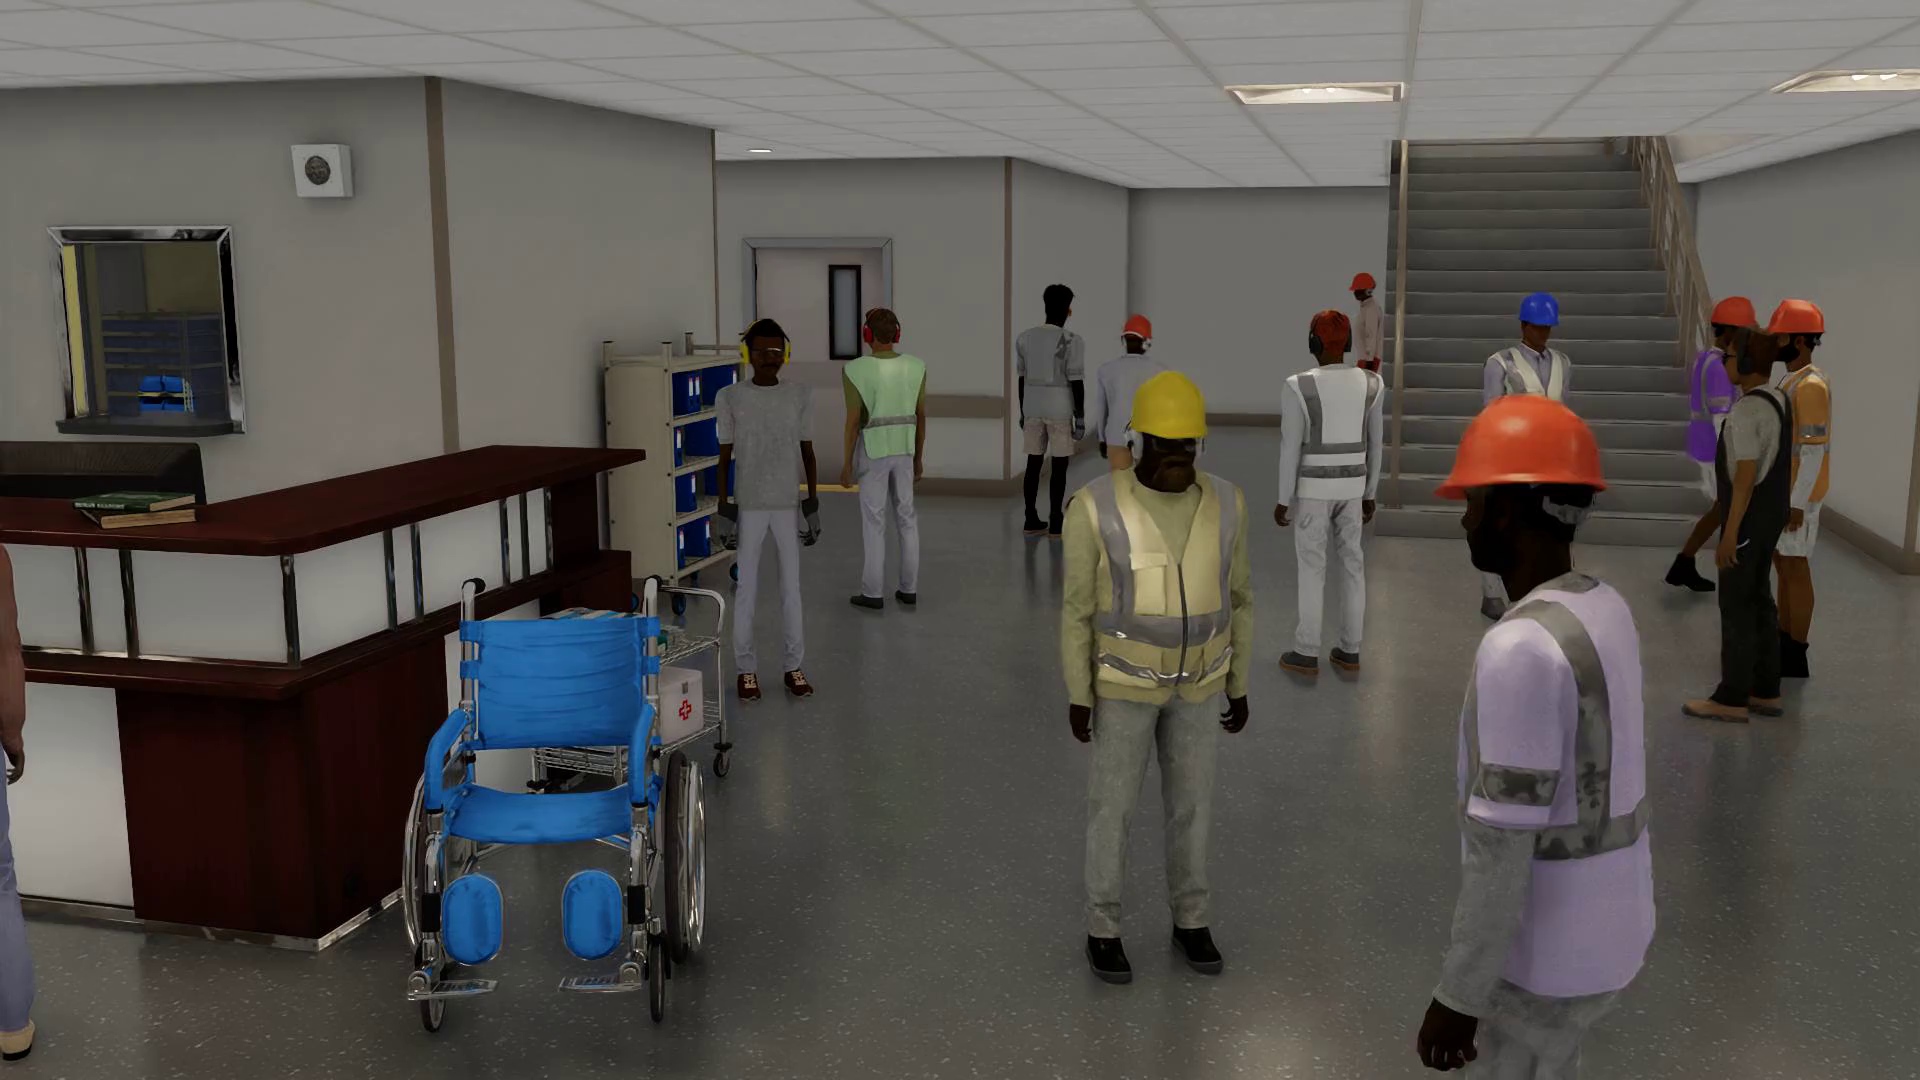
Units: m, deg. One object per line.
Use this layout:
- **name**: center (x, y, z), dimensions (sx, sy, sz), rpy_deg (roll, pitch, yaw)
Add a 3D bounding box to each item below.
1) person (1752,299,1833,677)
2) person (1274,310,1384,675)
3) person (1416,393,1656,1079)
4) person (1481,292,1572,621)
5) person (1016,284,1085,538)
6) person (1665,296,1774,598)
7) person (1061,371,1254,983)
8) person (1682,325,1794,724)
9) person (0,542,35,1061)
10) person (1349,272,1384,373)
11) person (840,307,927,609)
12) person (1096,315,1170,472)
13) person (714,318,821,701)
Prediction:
- **person**: center (4.241, -0.259, 8.534), dimensions (0.377, 1.938, 0.547), rpy_deg (3, 10, 16)
- **person**: center (1.898, -0.239, 8.598), dimensions (0.573, 1.879, 0.356), rpy_deg (-3, 10, -16)
- **person**: center (1.009, 0.699, 2.993), dimensions (0.432, 1.917, 0.605), rpy_deg (6, 11, 31)
- **person**: center (3.369, -0.493, 9.889), dimensions (0.617, 1.943, 0.395), rpy_deg (-4, 10, -21)
- **person**: center (0.710, -0.987, 12.801), dimensions (0.613, 1.951, 0.389), rpy_deg (7, 12, 36)
- **person**: center (4.837, -0.559, 10.442), dimensions (0.537, 1.920, 0.572), rpy_deg (2, 10, 14)
- **person**: center (0.592, 0.409, 4.951), dimensions (0.597, 1.824, 0.403), rpy_deg (-2, 10, -14)
- **person**: center (3.641, -0.067, 7.699), dimensions (0.356, 1.844, 0.519), rpy_deg (9, 13, 43)
- **person**: center (-2.704, 0.546, 4.317), dimensions (0.313, 1.767, 0.523), rpy_deg (9, 13, 44)
- **person**: center (4.837, -2.185, 19.767), dimensions (0.501, 1.970, 0.645), rpy_deg (1, 10, 8)
- **person**: center (-0.461, -0.495, 10.201), dimensions (0.563, 1.847, 0.389), rpy_deg (-6, 11, -30)
- **person**: center (1.279, -0.748, 12.010), dimensions (0.588, 1.726, 0.714), rpy_deg (3, 10, 20)
- **person**: center (-0.932, -0.145, 8.107), dimensions (0.508, 1.862, 0.326), rpy_deg (-3, 10, -16)
